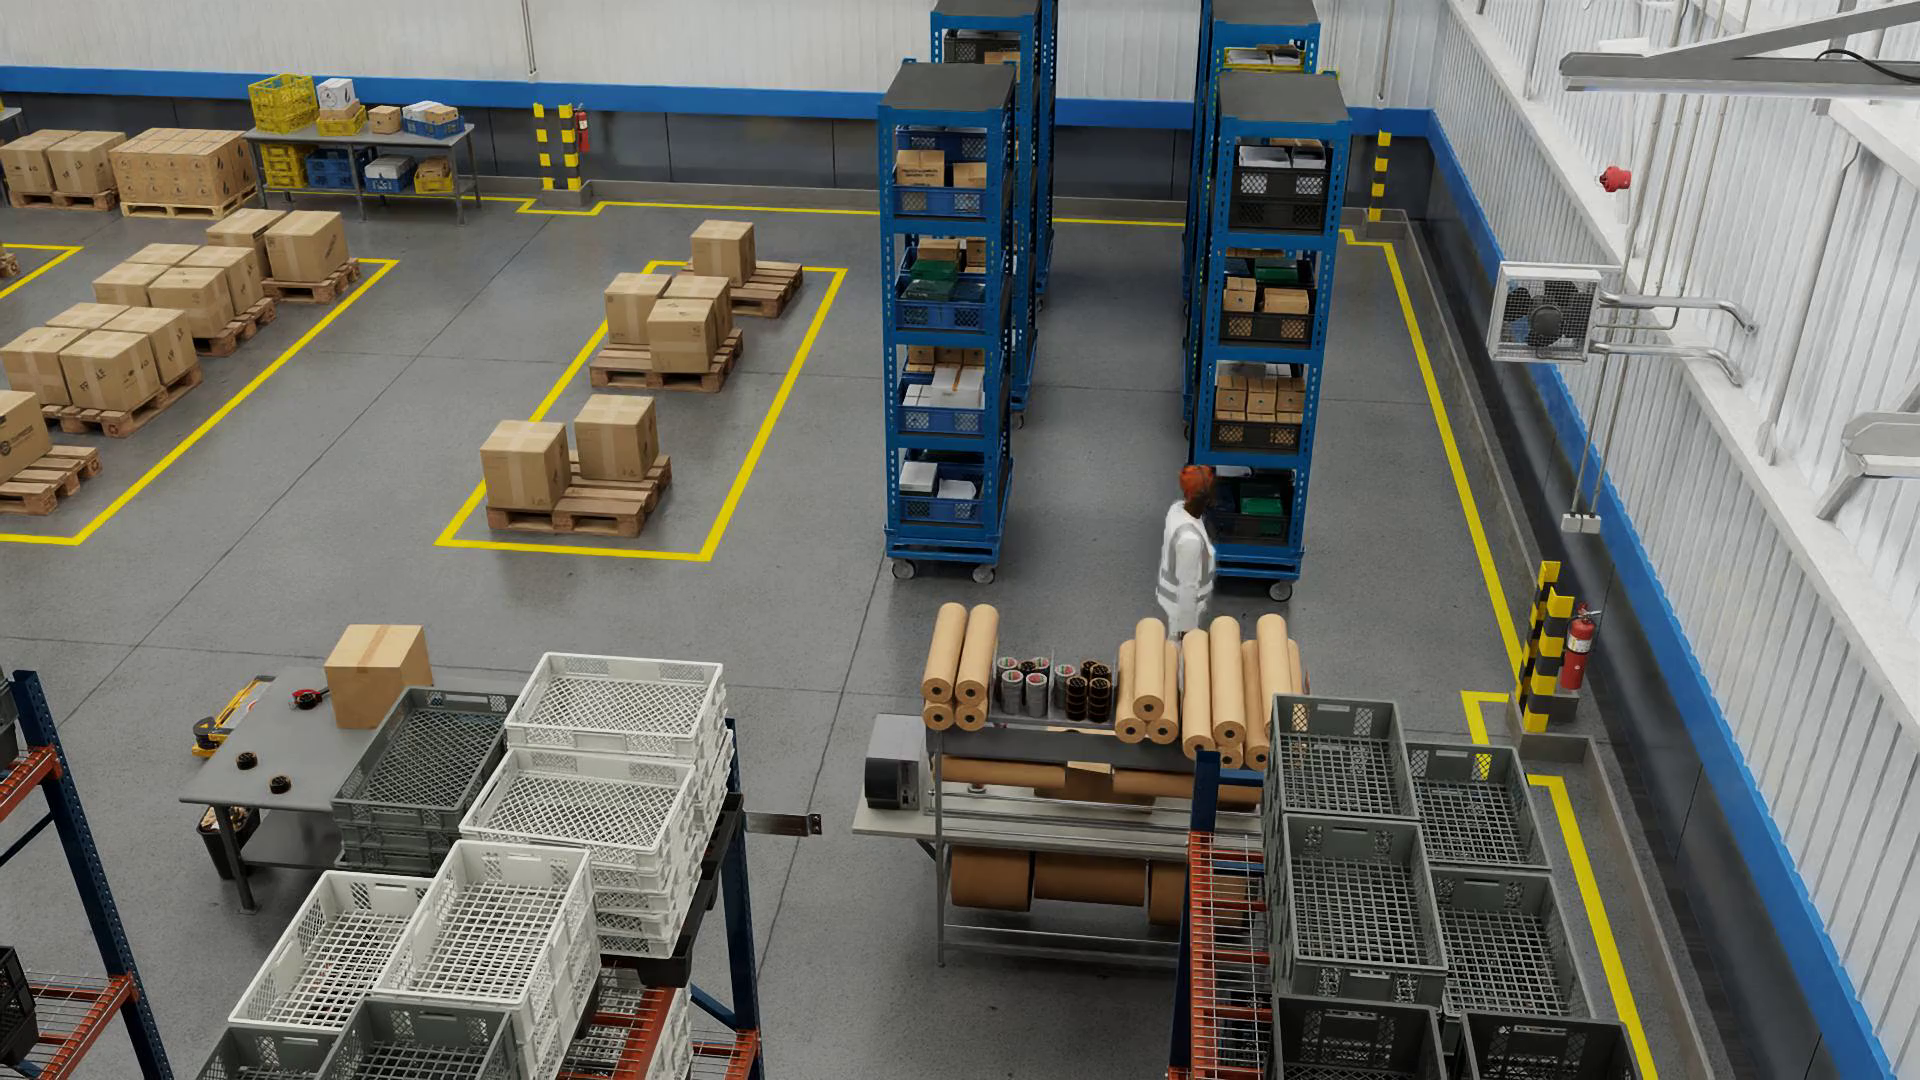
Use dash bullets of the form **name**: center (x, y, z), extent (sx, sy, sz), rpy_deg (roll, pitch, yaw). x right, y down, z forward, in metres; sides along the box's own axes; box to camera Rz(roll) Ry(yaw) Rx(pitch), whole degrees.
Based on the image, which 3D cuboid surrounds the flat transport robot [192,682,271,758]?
- **flat transport robot**: center (-4.089, 1.163, 10.648), extent (1.431, 0.197, 0.652), rpy_deg (3, 30, 6)

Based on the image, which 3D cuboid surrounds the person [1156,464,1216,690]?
- **person**: center (1.418, 0.391, 10.418), extent (0.380, 1.865, 0.628), rpy_deg (2, 30, 3)
